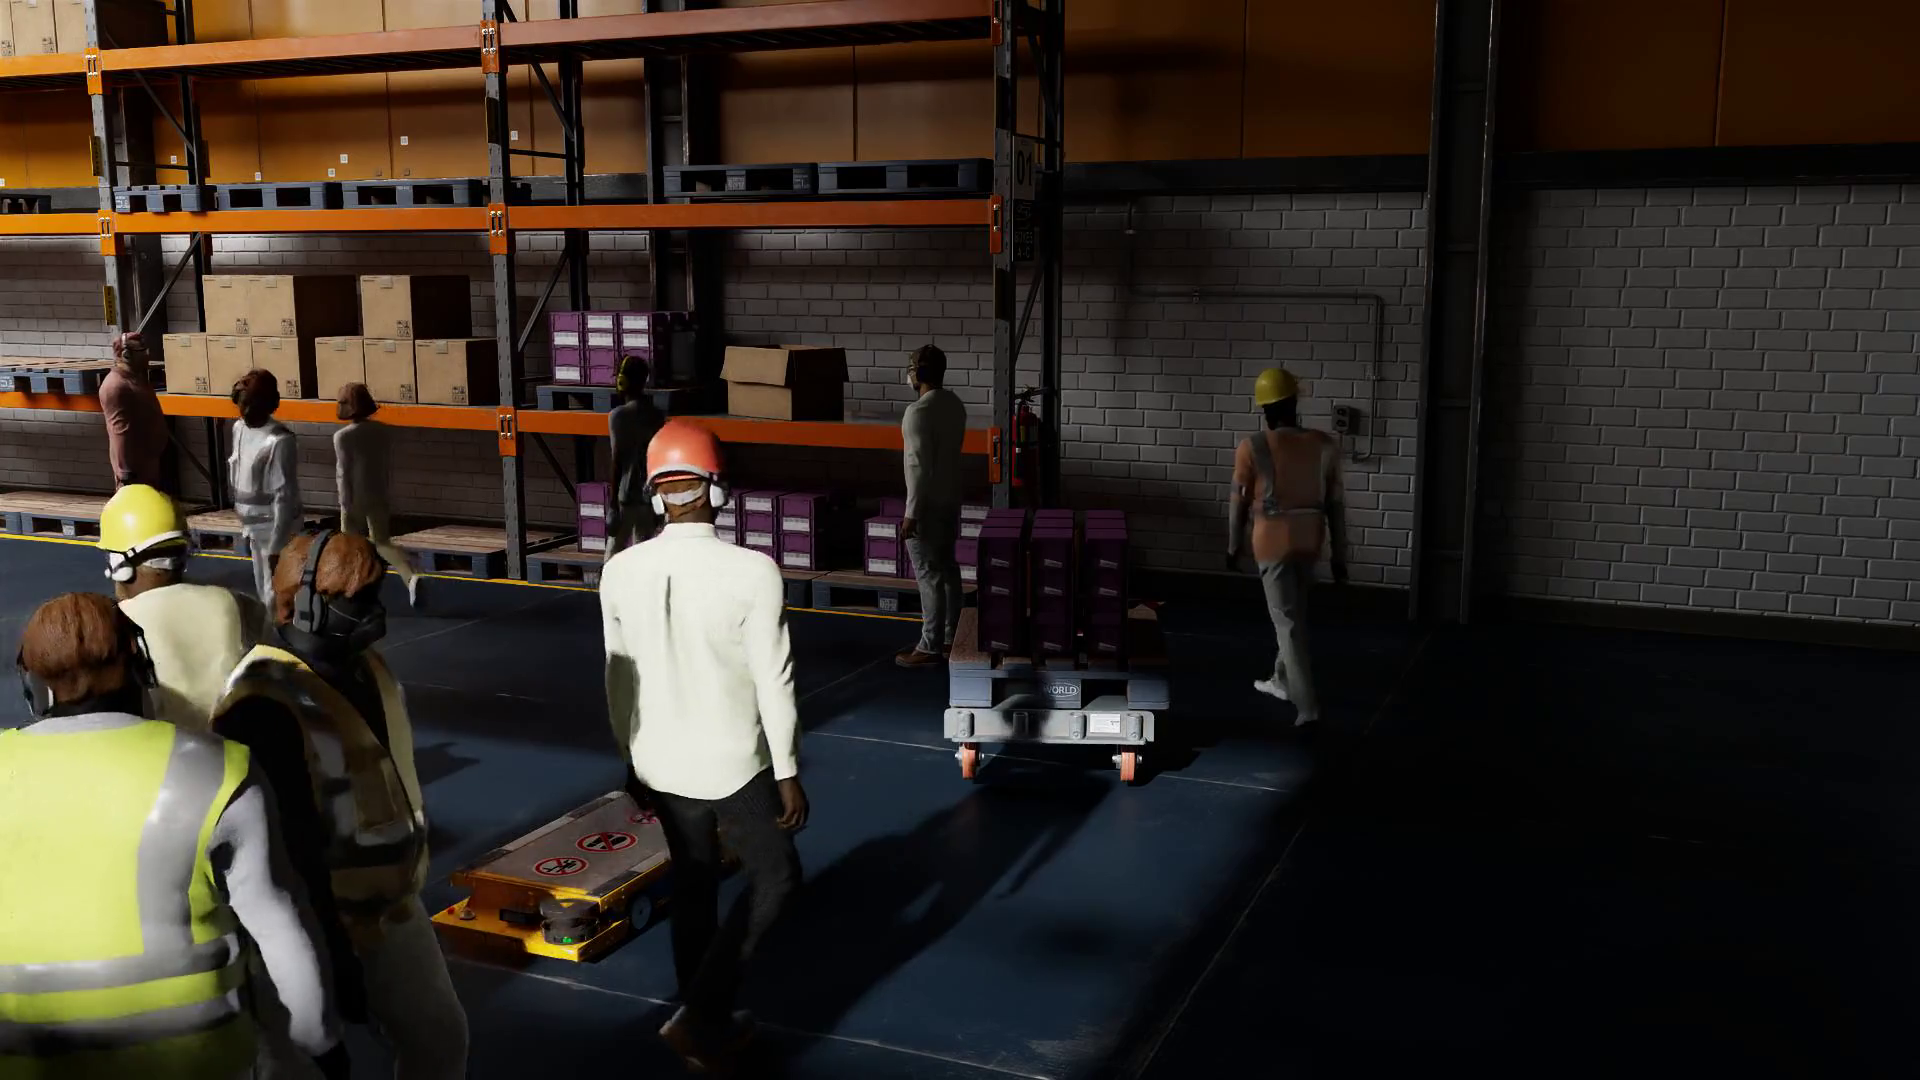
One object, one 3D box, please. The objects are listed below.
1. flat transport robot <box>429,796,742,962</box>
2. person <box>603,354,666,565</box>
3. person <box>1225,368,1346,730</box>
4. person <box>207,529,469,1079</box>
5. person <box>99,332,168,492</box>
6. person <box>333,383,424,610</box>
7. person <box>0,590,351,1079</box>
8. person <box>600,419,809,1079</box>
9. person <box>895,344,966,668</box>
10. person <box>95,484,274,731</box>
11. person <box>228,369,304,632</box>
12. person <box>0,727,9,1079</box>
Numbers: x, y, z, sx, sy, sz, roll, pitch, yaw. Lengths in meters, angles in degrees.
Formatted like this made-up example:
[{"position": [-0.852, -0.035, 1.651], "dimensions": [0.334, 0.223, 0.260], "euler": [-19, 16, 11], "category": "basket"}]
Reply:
[{"position": [-1.319, 1.227, 6.414], "dimensions": [0.652, 0.197, 1.431], "euler": [4, 10, 23], "category": "flat transport robot"}, {"position": [-2.004, -0.226, 10.378], "dimensions": [0.479, 1.858, 0.549], "euler": [5, 11, 27], "category": "person"}, {"position": [1.734, 0.037, 8.781], "dimensions": [0.582, 1.879, 0.942], "euler": [-4, 10, -20], "category": "person"}, {"position": [-1.349, 0.882, 3.848], "dimensions": [0.719, 1.816, 0.639], "euler": [2, 10, 9], "category": "person"}, {"position": [-6.072, -0.576, 12.325], "dimensions": [0.405, 1.908, 0.650], "euler": [-2, 10, -12], "category": "person"}, {"position": [-4.016, -0.268, 11.344], "dimensions": [0.642, 1.613, 0.508], "euler": [5, 11, 28], "category": "person"}, {"position": [-1.565, 0.997, 3.201], "dimensions": [0.713, 1.808, 0.524], "euler": [0, 9, -2], "category": "person"}, {"position": [-0.747, 0.638, 4.831], "dimensions": [0.657, 1.978, 0.584], "euler": [4, 10, 24], "category": "person"}, {"position": [-0.177, -0.202, 9.985], "dimensions": [0.362, 1.939, 0.636], "euler": [4, 10, 22], "category": "person"}, {"position": [-2.293, 0.737, 4.739], "dimensions": [0.753, 1.801, 0.620], "euler": [6, 11, 33], "category": "person"}, {"position": [-3.865, -0.031, 9.262], "dimensions": [0.358, 1.857, 0.745], "euler": [-9, 13, -42], "category": "person"}, {"position": [-2.401, 0.975, 3.973], "dimensions": [0.515, 1.584, 0.808], "euler": [-6, 11, -33], "category": "person"}]
